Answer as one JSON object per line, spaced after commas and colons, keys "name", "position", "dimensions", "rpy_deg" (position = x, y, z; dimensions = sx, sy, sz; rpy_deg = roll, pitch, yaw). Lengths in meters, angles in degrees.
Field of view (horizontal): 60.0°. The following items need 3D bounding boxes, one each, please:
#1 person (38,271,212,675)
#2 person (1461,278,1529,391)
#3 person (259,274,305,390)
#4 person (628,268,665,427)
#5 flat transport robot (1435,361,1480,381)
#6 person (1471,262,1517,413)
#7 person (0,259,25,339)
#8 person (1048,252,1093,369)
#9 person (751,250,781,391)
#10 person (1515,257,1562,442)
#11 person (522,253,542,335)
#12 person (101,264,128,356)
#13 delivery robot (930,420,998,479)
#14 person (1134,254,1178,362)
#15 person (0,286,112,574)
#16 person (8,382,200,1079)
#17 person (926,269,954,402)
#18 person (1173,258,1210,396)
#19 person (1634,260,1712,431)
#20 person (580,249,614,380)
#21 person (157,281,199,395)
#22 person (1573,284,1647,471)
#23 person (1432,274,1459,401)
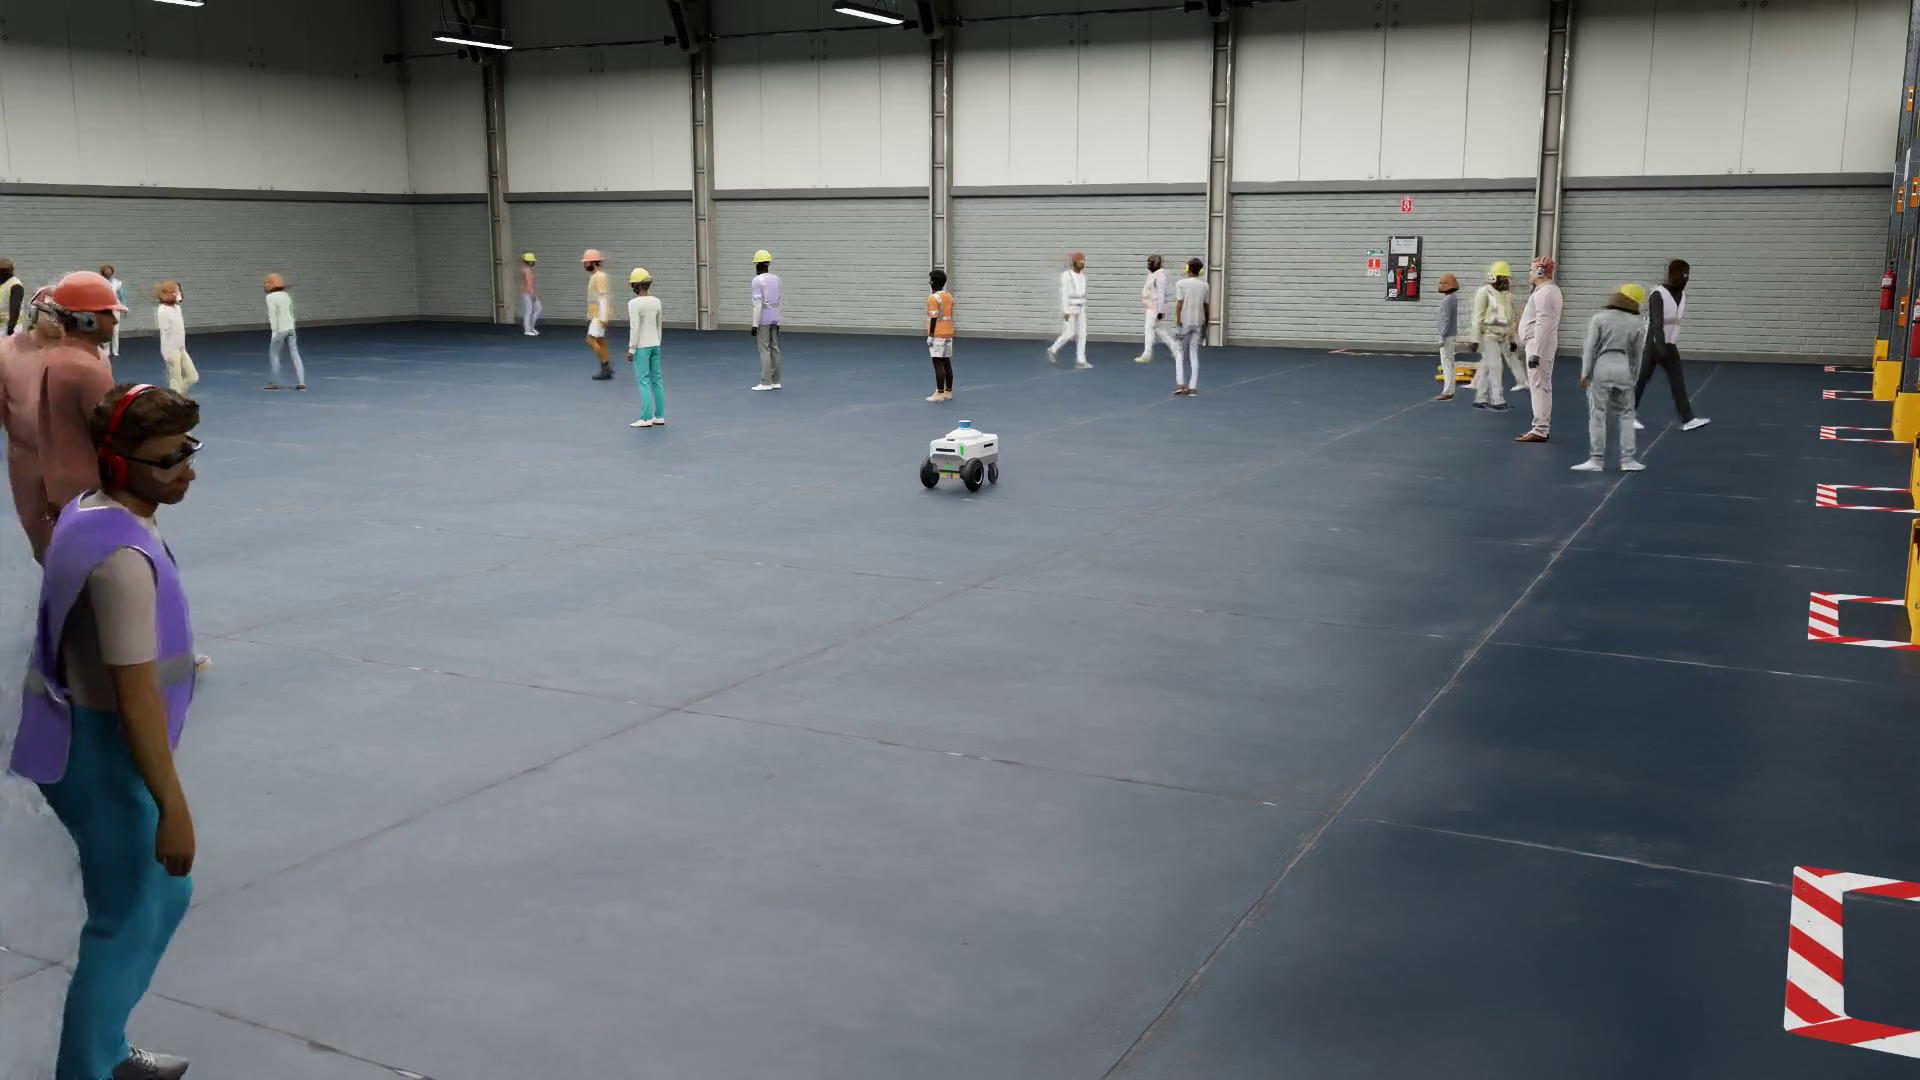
{"name": "person", "position": [-3.834, -0.232, 7.606], "dimensions": [0.886, 1.956, 0.641], "rpy_deg": [-9, 14, -40]}
{"name": "person", "position": [7.408, -2.827, 22.775], "dimensions": [0.874, 1.594, 0.519], "rpy_deg": [2, 11, 11]}
{"name": "person", "position": [-9.362, -2.846, 22.873], "dimensions": [0.654, 1.592, 0.530], "rpy_deg": [3, 11, 14]}
{"name": "person", "position": [-3.529, -2.139, 18.554], "dimensions": [0.326, 1.765, 0.533], "rpy_deg": [5, 12, 27]}
{"name": "flat transport robot", "position": [7.513, -2.500, 24.596], "dimensions": [0.652, 0.197, 1.431], "rpy_deg": [5, 12, 27]}
{"name": "person", "position": [6.511, -2.422, 19.964], "dimensions": [0.627, 1.804, 0.759], "rpy_deg": [-8, 13, -39]}
{"name": "person", "position": [-13.625, -3.103, 23.732], "dimensions": [0.703, 1.792, 0.584], "rpy_deg": [4, 11, 21]}
{"name": "person", "position": [1.797, -3.693, 26.751], "dimensions": [0.732, 1.861, 0.577], "rpy_deg": [10, 15, 44]}
{"name": "person", "position": [-2.691, -3.017, 22.895], "dimensions": [0.379, 1.925, 0.594], "rpy_deg": [5, 12, 27]}
{"name": "person", "position": [5.978, -1.965, 17.213], "dimensions": [0.403, 1.906, 0.651], "rpy_deg": [5, 12, 27]}
{"name": "person", "position": [-9.119, -5.223, 35.402], "dimensions": [0.447, 1.752, 0.529], "rpy_deg": [0, 10, -2]}
{"name": "person", "position": [-14.960, -4.042, 29.289], "dimensions": [0.554, 1.620, 0.420], "rpy_deg": [-8, 13, -36]}
{"name": "delivery robot", "position": [0.040, -0.773, 14.149], "dimensions": [0.477, 0.478, 0.707], "rpy_deg": [5, 12, 27]}
{"name": "person", "position": [3.338, -3.905, 28.032], "dimensions": [0.737, 1.821, 0.632], "rpy_deg": [0, 10, -2]}
{"name": "person", "position": [-5.067, -0.491, 9.295], "dimensions": [0.648, 1.863, 0.944], "rpy_deg": [-4, 11, -20]}
{"name": "person", "position": [-1.939, 0.539, 3.827], "dimensions": [0.492, 1.805, 0.588], "rpy_deg": [-5, 12, -26]}
{"name": "person", "position": [-0.266, -2.610, 21.297], "dimensions": [0.317, 1.697, 0.540], "rpy_deg": [5, 12, 27]}
{"name": "person", "position": [3.104, -2.847, 22.245], "dimensions": [0.514, 1.821, 0.639], "rpy_deg": [-2, 11, -11]}
{"name": "person", "position": [7.714, -2.106, 18.112], "dimensions": [0.626, 1.849, 1.039], "rpy_deg": [-6, 12, -30]}
{"name": "person", "position": [-5.336, -3.299, 24.458], "dimensions": [0.456, 1.921, 0.559], "rpy_deg": [-4, 11, -19]}
{"name": "person", "position": [-8.850, -2.117, 18.821], "dimensions": [0.345, 1.620, 0.525], "rpy_deg": [-1, 10, -4]}
{"name": "person", "position": [5.904, -1.457, 15.034], "dimensions": [0.617, 1.698, 0.357], "rpy_deg": [0, 10, 2]}
{"name": "person", "position": [6.294, -2.618, 21.516], "dimensions": [0.264, 1.632, 0.507], "rpy_deg": [5, 12, 27]}
